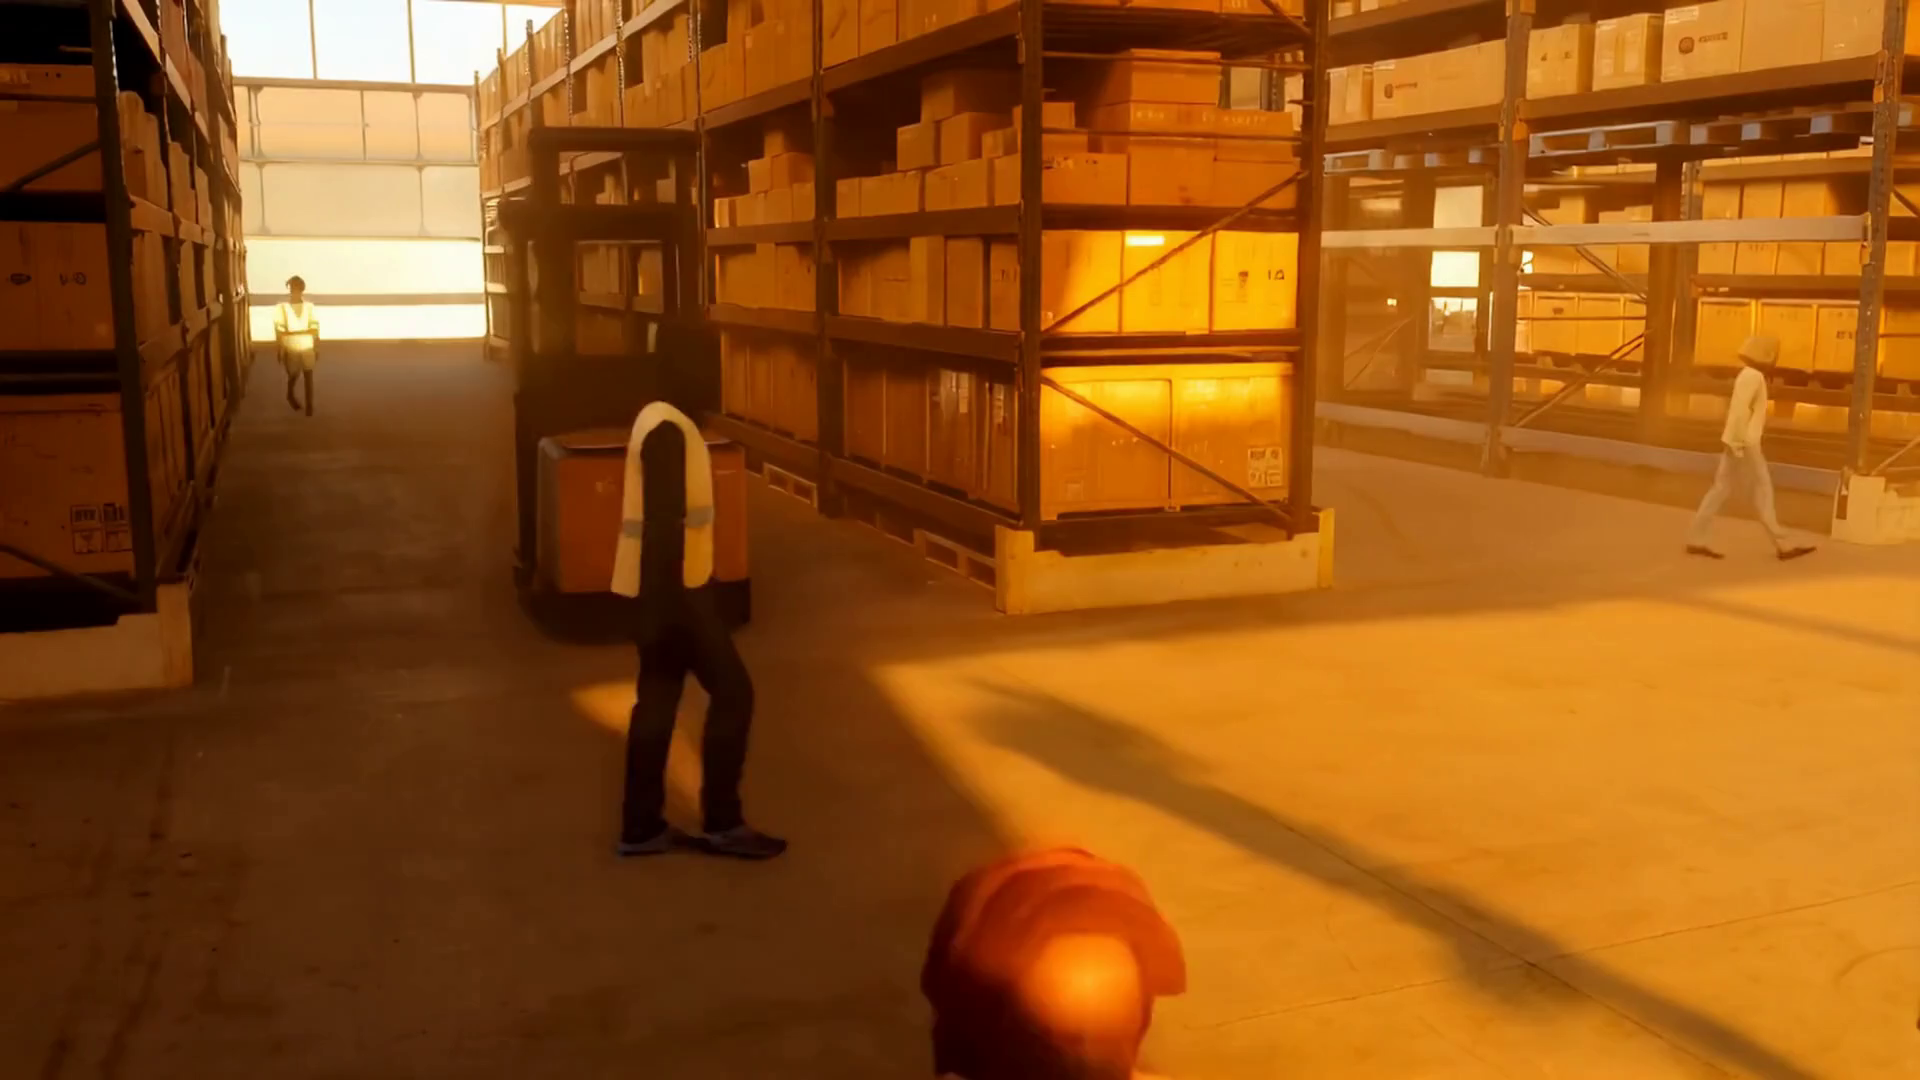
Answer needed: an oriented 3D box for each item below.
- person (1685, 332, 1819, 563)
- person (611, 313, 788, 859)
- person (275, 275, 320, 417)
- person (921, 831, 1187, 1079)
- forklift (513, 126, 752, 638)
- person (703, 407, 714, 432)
[{"bbox_3d":[5.484,-0.625,11.443,0.865,1.586,0.523,2,10,13],"label":"person"},{"bbox_3d":[-0.874,0.175,5.742,0.723,1.892,0.637,-2,10,-10],"label":"person"},{"bbox_3d":[-8.881,-2.594,22.308,0.592,1.909,0.590,-5,11,-28],"label":"person"},{"bbox_3d":[0.084,1.031,1.528,0.529,1.595,0.847,-4,10,-24],"label":"person"},{"bbox_3d":[-1.972,-0.974,9.694,1.129,2.768,1.873,-4,10,-22],"label":"forklift"},{"bbox_3d":[-2.270,-0.979,13.541,0.531,1.605,0.824,-4,10,-24],"label":"person"}]
